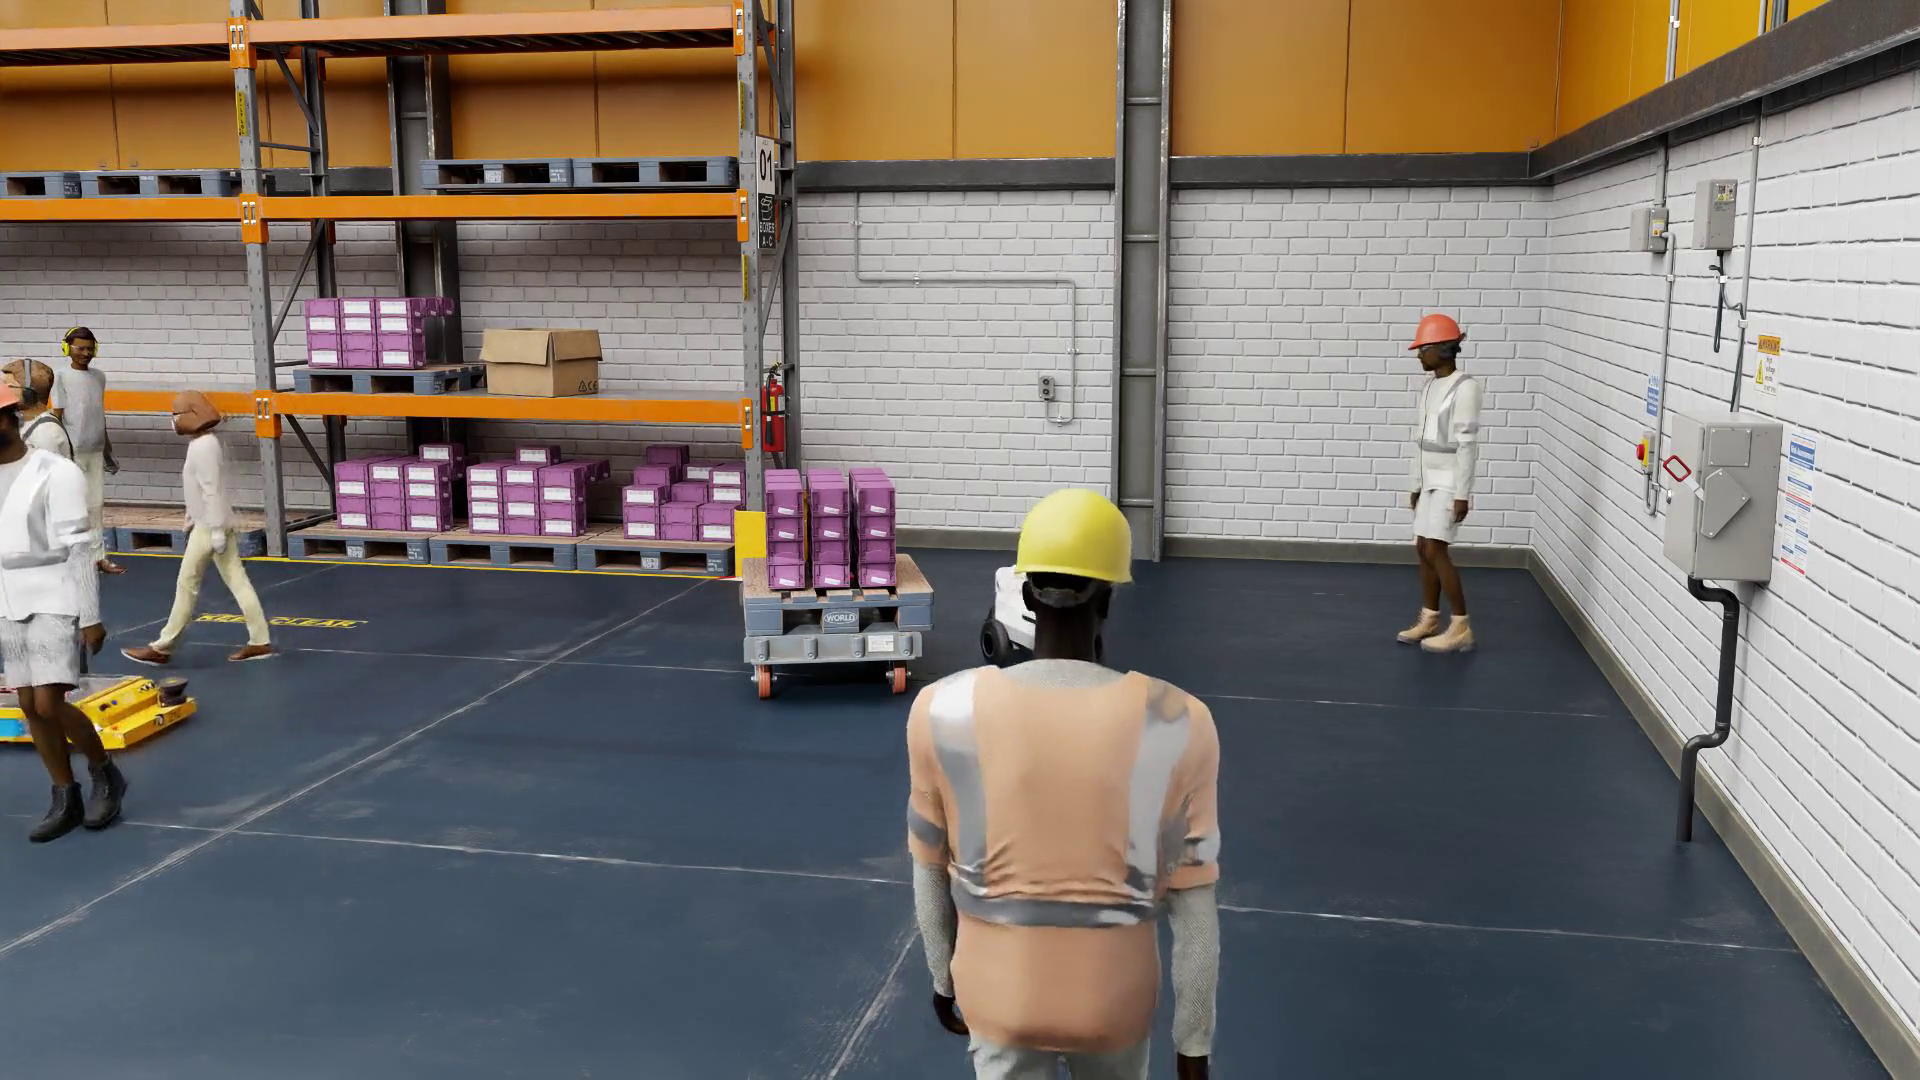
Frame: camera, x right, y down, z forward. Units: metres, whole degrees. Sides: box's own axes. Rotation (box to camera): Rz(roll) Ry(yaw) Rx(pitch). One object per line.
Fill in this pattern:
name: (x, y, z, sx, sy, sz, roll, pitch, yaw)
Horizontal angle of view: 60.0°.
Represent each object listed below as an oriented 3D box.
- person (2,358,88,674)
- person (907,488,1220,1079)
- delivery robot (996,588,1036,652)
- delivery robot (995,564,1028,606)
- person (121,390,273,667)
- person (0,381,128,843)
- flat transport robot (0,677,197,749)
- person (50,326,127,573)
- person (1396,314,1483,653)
person: (-4.694, -0.006, 8.531, 0.344, 1.847, 0.504, -6, 11, -31)
person: (0.188, 0.853, 3.192, 0.581, 1.905, 0.433, 0, 9, 2)
delivery robot: (0.486, 0.443, 9.425, 0.477, 0.478, 0.707, -4, 10, -24)
delivery robot: (0.404, 0.322, 10.150, 0.477, 0.478, 0.707, 0, 9, -3)
person: (-4.425, -0.059, 9.588, 0.829, 1.587, 0.529, -3, 10, -19)
person: (-3.727, 0.285, 6.651, 0.575, 1.896, 0.427, 2, 10, 13)
flat transport robot: (-4.631, 0.833, 8.208, 1.431, 0.197, 0.652, 1, 9, 4)
person: (-6.470, -0.643, 12.320, 0.330, 1.865, 0.518, 3, 10, 17)
person: (2.879, -0.336, 10.002, 0.406, 2.027, 0.620, -1, 10, -8)
